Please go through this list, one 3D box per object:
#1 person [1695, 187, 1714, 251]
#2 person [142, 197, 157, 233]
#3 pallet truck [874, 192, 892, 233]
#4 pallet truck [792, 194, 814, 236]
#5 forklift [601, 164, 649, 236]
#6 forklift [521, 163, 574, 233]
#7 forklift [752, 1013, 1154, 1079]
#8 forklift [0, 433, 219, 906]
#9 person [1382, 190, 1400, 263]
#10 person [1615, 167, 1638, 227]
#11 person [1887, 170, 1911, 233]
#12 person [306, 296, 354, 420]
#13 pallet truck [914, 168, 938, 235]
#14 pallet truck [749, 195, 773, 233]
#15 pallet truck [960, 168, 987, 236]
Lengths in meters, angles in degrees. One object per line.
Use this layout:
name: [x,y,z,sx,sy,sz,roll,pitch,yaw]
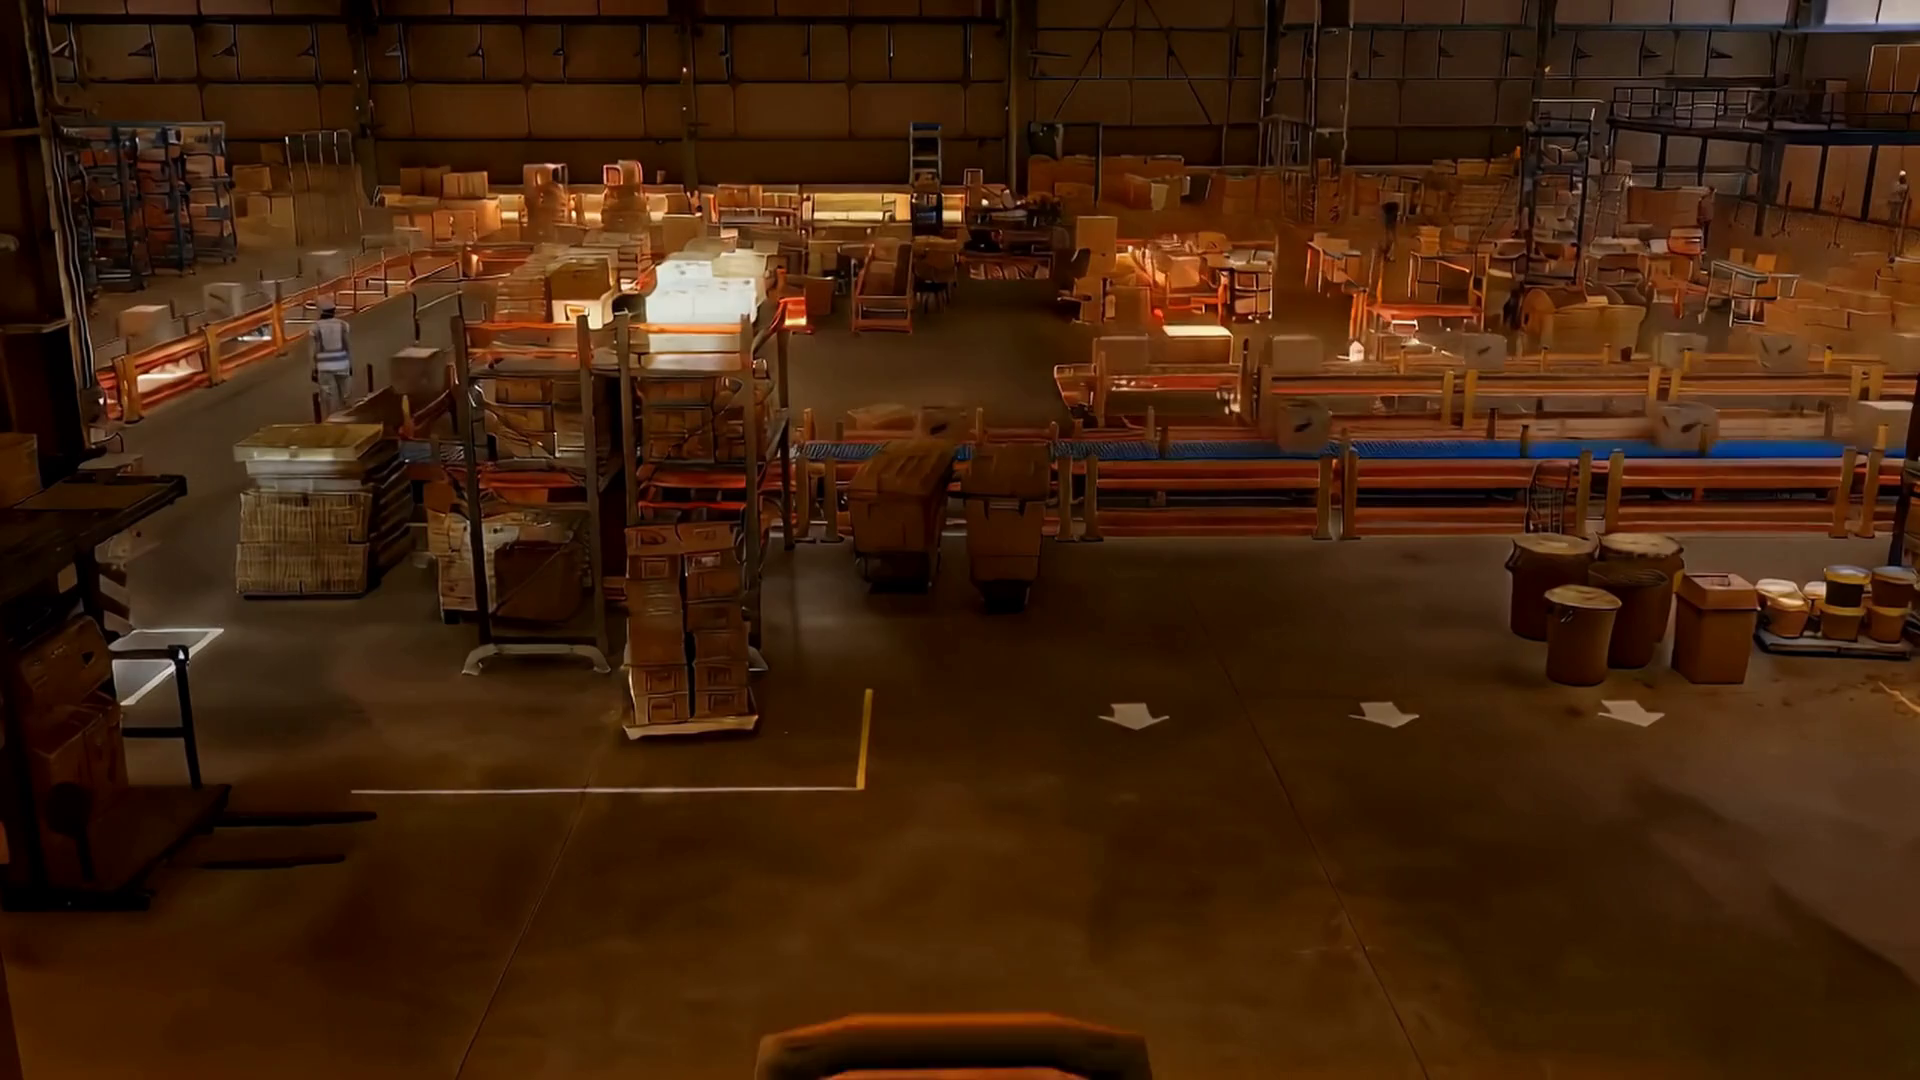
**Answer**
person: [20.497,-8.831,45.773,0.335,1.761,0.519,-10,19,-32]
person: [-22.226,-8.879,45.556,0.837,1.964,0.654,9,19,30]
pallet truck: [-2.277,-9.986,50.594,0.653,1.274,1.630,0,16,-1]
pallet truck: [-4.814,-9.883,50.259,0.704,1.261,1.522,-1,16,-3]
forklift: [-9.948,-10.127,49.296,1.157,1.987,2.680,-1,16,-3]
forklift: [-12.233,-10.122,49.298,1.157,1.987,2.680,0,16,-1]
forklift: [-0.016,2.549,4.215,1.129,2.768,1.873,0,16,-1]
forklift: [-5.952,0.780,10.366,1.873,2.768,1.129,0,16,-1]
person: [11.217,-8.131,43.155,0.552,1.857,0.493,14,22,41]
person: [20.981,-10.778,52.357,0.598,1.866,0.619,15,22,42]
person: [28.577,-10.278,50.564,0.605,1.880,0.947,0,16,0]
person: [-8.745,-2.417,23.138,0.607,1.947,0.405,-11,20,-34]
pallet truck: [-0.989,-10.316,50.507,0.823,1.965,1.885,1,16,3]
pallet truck: [-6.051,-9.967,50.660,0.680,1.201,1.601,0,16,-1]
pallet truck: [0.383,-10.230,50.206,0.823,1.965,1.885,-1,16,-3]
